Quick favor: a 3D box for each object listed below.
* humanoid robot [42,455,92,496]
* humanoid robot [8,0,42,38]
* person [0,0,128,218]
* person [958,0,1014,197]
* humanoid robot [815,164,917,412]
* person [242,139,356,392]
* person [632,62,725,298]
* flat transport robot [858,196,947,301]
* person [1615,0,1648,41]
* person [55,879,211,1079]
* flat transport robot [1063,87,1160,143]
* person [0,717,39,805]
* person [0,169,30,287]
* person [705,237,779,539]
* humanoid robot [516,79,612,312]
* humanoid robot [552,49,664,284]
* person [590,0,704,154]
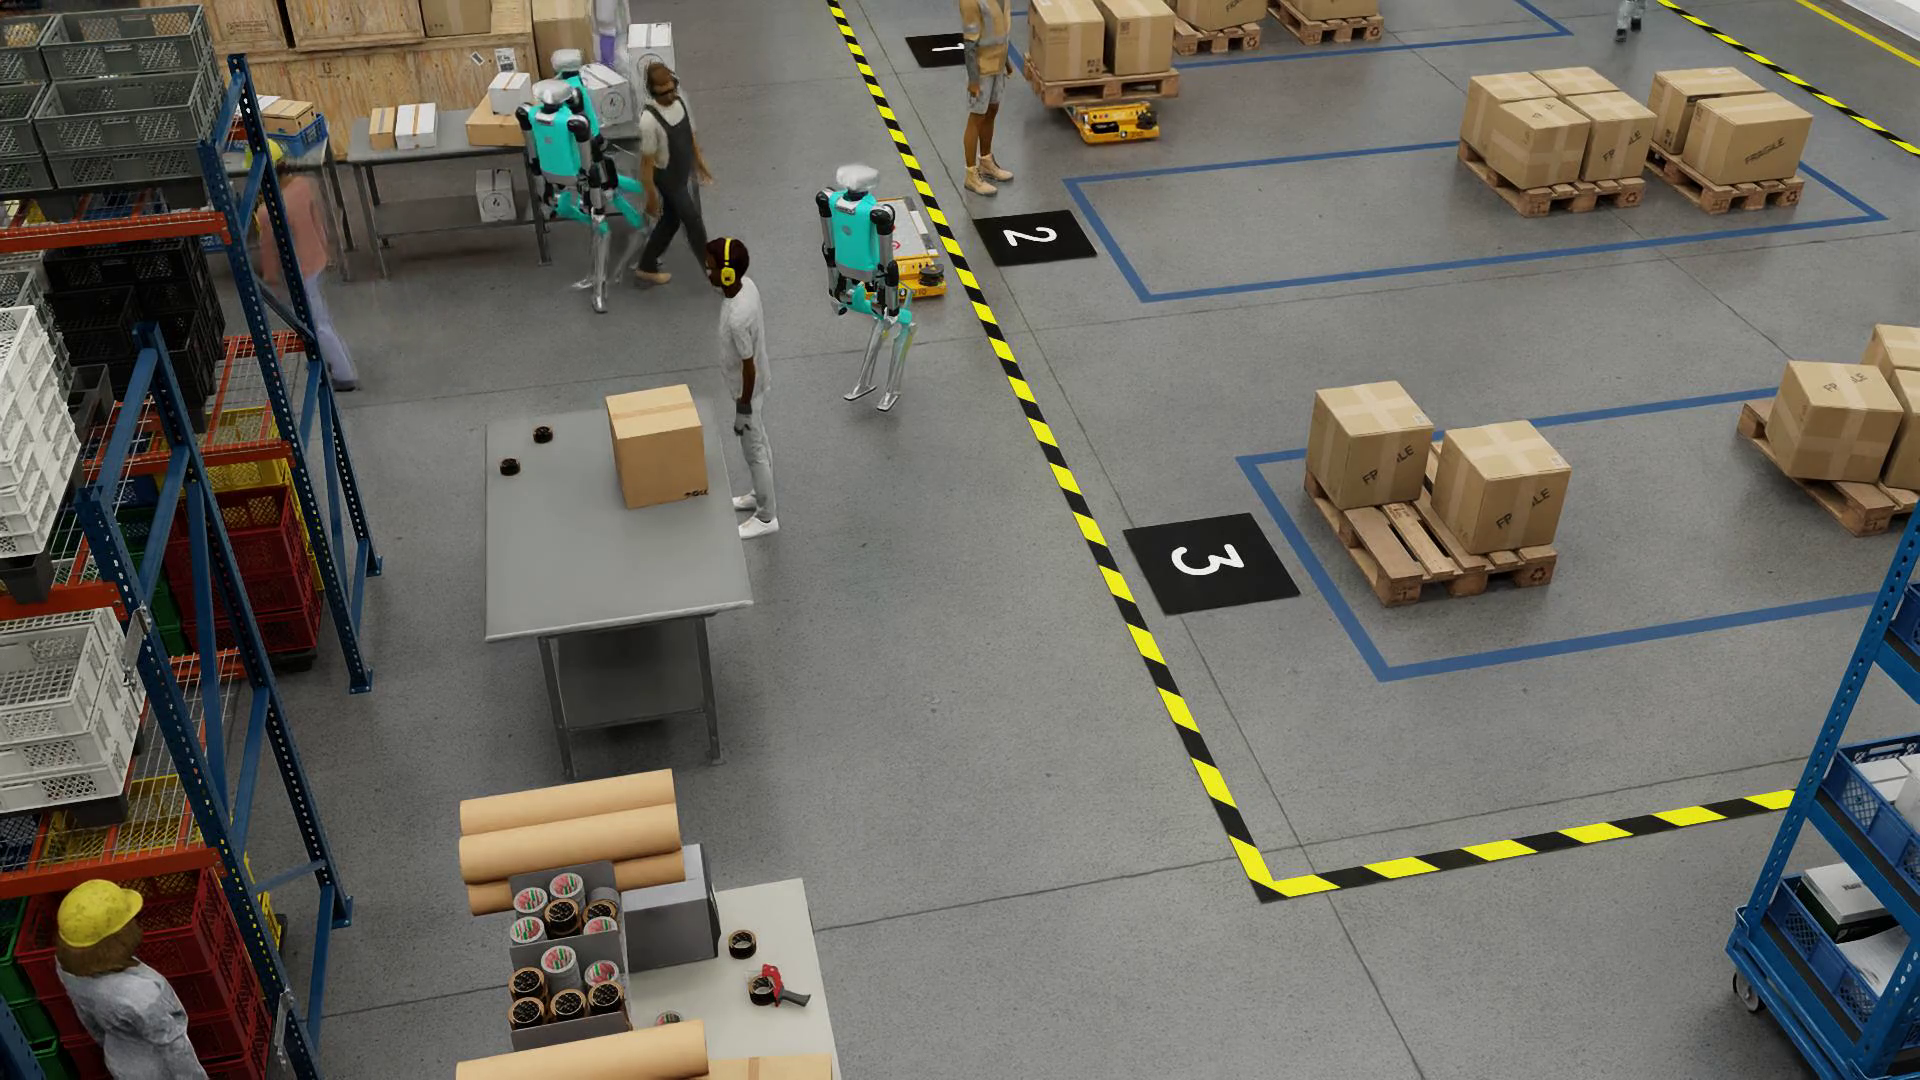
[{"bbox_3d":[-5.114,-0.636,9.227,0.477,1.647,0.602,-9,38,-12],"label":"humanoid robot"},{"bbox_3d":[-7.292,-3.633,13.244,0.599,1.657,0.315,19,41,23],"label":"humanoid robot"},{"bbox_3d":[-7.007,-3.372,12.721,0.839,1.905,0.541,-10,38,-13],"label":"person"},{"bbox_3d":[0.243,-3.738,13.102,0.389,2.033,0.605,19,41,23],"label":"person"},{"bbox_3d":[-0.495,-1.628,10.398,0.533,1.677,0.735,21,41,26],"label":"humanoid robot"},{"bbox_3d":[-4.286,-1.742,10.650,0.600,1.747,0.543,6,37,8],"label":"person"},{"bbox_3d":[-2.023,-2.514,11.658,0.838,1.795,0.567,7,37,10],"label":"person"},{"bbox_3d":[-0.570,-2.220,12.538,0.659,0.231,1.431,-8,37,-10],"label":"flat transport robot"},{"bbox_3d":[6.641,-5.696,15.928,0.611,1.788,0.884,9,38,12],"label":"person"},{"bbox_3d":[-2.823,1.824,5.865,0.493,1.742,0.301,19,40,23],"label":"person"},{"bbox_3d":[1.247,-3.930,14.813,0.652,0.197,1.431,-8,37,-10],"label":"flat transport robot"},{"bbox_3d":[-4.633,0.503,7.549,0.336,1.862,0.522,-9,38,-12],"label":"person"},{"bbox_3d":[-6.191,-1.848,10.719,0.431,1.843,0.622,-9,38,-12],"label":"person"},{"bbox_3d":[-1.228,-0.842,9.343,0.333,1.873,0.517,-2,37,-3],"label":"person"},{"bbox_3d":[-2.607,-2.438,11.607,0.599,1.781,0.863,13,39,17],"label":"humanoid robot"},{"bbox_3d":[-2.409,-2.665,11.918,0.809,1.782,0.531,-12,38,-16],"label":"humanoid robot"},{"bbox_3d":[-2.710,-3.935,13.407,1.065,1.982,0.629,-8,37,-11],"label":"person"}]
